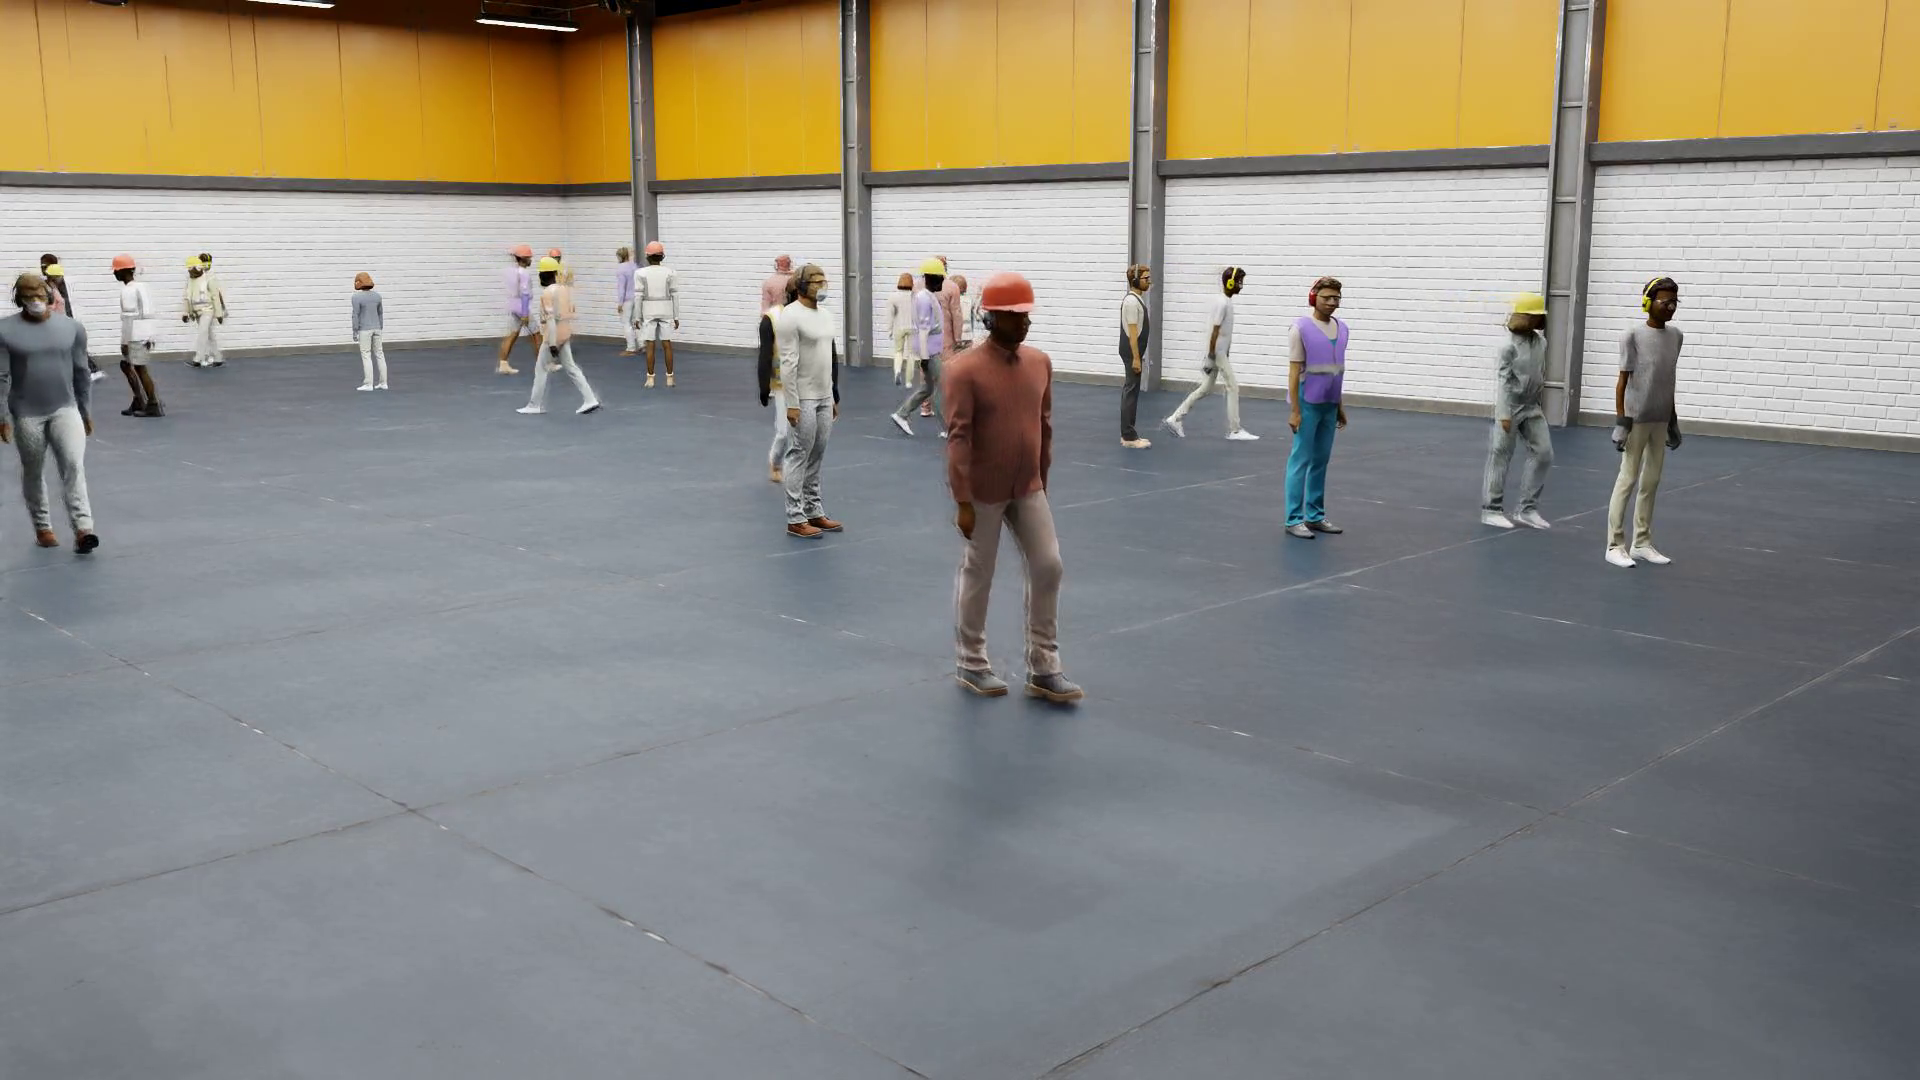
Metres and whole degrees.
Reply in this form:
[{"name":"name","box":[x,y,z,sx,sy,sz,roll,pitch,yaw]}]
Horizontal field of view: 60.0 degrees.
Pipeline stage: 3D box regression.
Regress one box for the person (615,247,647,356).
[{"name":"person","box":[-5.831,-4.210,29.465,0.468,1.916,0.697,4,11,19]}]

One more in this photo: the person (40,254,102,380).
[{"name":"person","box":[-12.963,-3.191,24.018,0.976,1.878,0.596,-8,13,-37]}]

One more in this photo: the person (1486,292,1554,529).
[{"name":"person","box":[4.083,-0.923,12.039,0.506,1.720,0.599,-6,12,-29]}]

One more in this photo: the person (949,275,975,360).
[{"name":"person","box":[-0.006,-2.499,20.864,0.314,1.640,0.516,9,14,40]}]

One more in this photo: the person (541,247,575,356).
[{"name":"person","box":[-7.100,-4.203,29.393,0.565,1.917,0.407,-2,11,-12]}]

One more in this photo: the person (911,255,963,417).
[{"name":"person","box":[-0.247,-2.383,19.509,0.652,1.904,0.403,5,12,26]}]

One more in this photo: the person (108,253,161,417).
[{"name":"person","box":[-9.712,-2.378,19.444,0.613,1.915,0.587,-2,11,-12]}]

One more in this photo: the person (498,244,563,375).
[{"name":"person","box":[-6.670,-3.528,25.538,1.036,1.987,0.626,-8,13,-36]}]

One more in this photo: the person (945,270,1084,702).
[{"name":"person","box":[0.260,-0.217,7.507,0.657,1.966,0.808,-7,13,-35]}]

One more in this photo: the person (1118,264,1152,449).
[{"name":"person","box":[1.766,-1.842,16.723,0.345,1.847,0.504,1,10,4]}]

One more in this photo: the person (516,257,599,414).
[{"name":"person","box":[-4.806,-2.429,19.841,1.009,1.882,0.599,2,11,11]}]

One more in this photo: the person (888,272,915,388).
[{"name":"person","box":[-0.751,-2.919,23.216,0.504,1.621,0.431,1,10,4]}]

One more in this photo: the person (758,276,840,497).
[{"name":"person","box":[-1.340,-1.270,13.670,0.654,1.822,0.547,-5,11,-24]}]

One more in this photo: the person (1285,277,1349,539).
[{"name":"person","box":[2.527,-0.943,11.828,0.564,1.841,0.389,-8,13,-38]}]

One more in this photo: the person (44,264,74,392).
[{"name":"person","box":[-12.328,-2.863,22.558,0.559,1.749,0.522,-4,11,-22]}]

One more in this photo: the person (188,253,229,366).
[{"name":"person","box":[-12.330,-3.781,27.340,0.505,1.826,0.849,3,11,14]}]

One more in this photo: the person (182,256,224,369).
[{"name":"person","box":[-12.137,-3.603,26.465,0.596,1.786,0.895,6,12,28]}]

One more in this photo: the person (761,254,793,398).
[{"name":"person","box":[-2.330,-2.761,21.624,0.685,1.881,0.762,-6,12,-28]}]

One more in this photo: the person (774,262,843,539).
[{"name":"person","box":[-1.065,-0.990,11.822,0.372,1.940,0.630,5,11,24]}]

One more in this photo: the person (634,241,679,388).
[{"name":"person","box":[-4.249,-3.150,23.314,0.615,2.042,0.376,-3,11,-16]}]

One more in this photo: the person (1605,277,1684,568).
[{"name":"person","box":[4.448,-0.756,10.747,0.535,1.864,0.308,-4,11,-22]}]

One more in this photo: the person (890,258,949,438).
[{"name":"person","box":[-0.330,-2.019,17.536,0.823,1.903,0.599,1,10,5]}]

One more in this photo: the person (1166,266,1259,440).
[{"name":"person","box":[2.637,-1.946,17.379,0.938,1.823,0.558,2,11,9]}]

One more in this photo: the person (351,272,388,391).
[{"name":"person","box":[-8.168,-2.874,22.958,0.289,1.626,0.498,6,12,29]}]

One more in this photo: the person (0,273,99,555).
[{"name":"person","box":[-6.118,-0.833,11.133,0.642,1.876,1.026,-8,13,-37]}]
